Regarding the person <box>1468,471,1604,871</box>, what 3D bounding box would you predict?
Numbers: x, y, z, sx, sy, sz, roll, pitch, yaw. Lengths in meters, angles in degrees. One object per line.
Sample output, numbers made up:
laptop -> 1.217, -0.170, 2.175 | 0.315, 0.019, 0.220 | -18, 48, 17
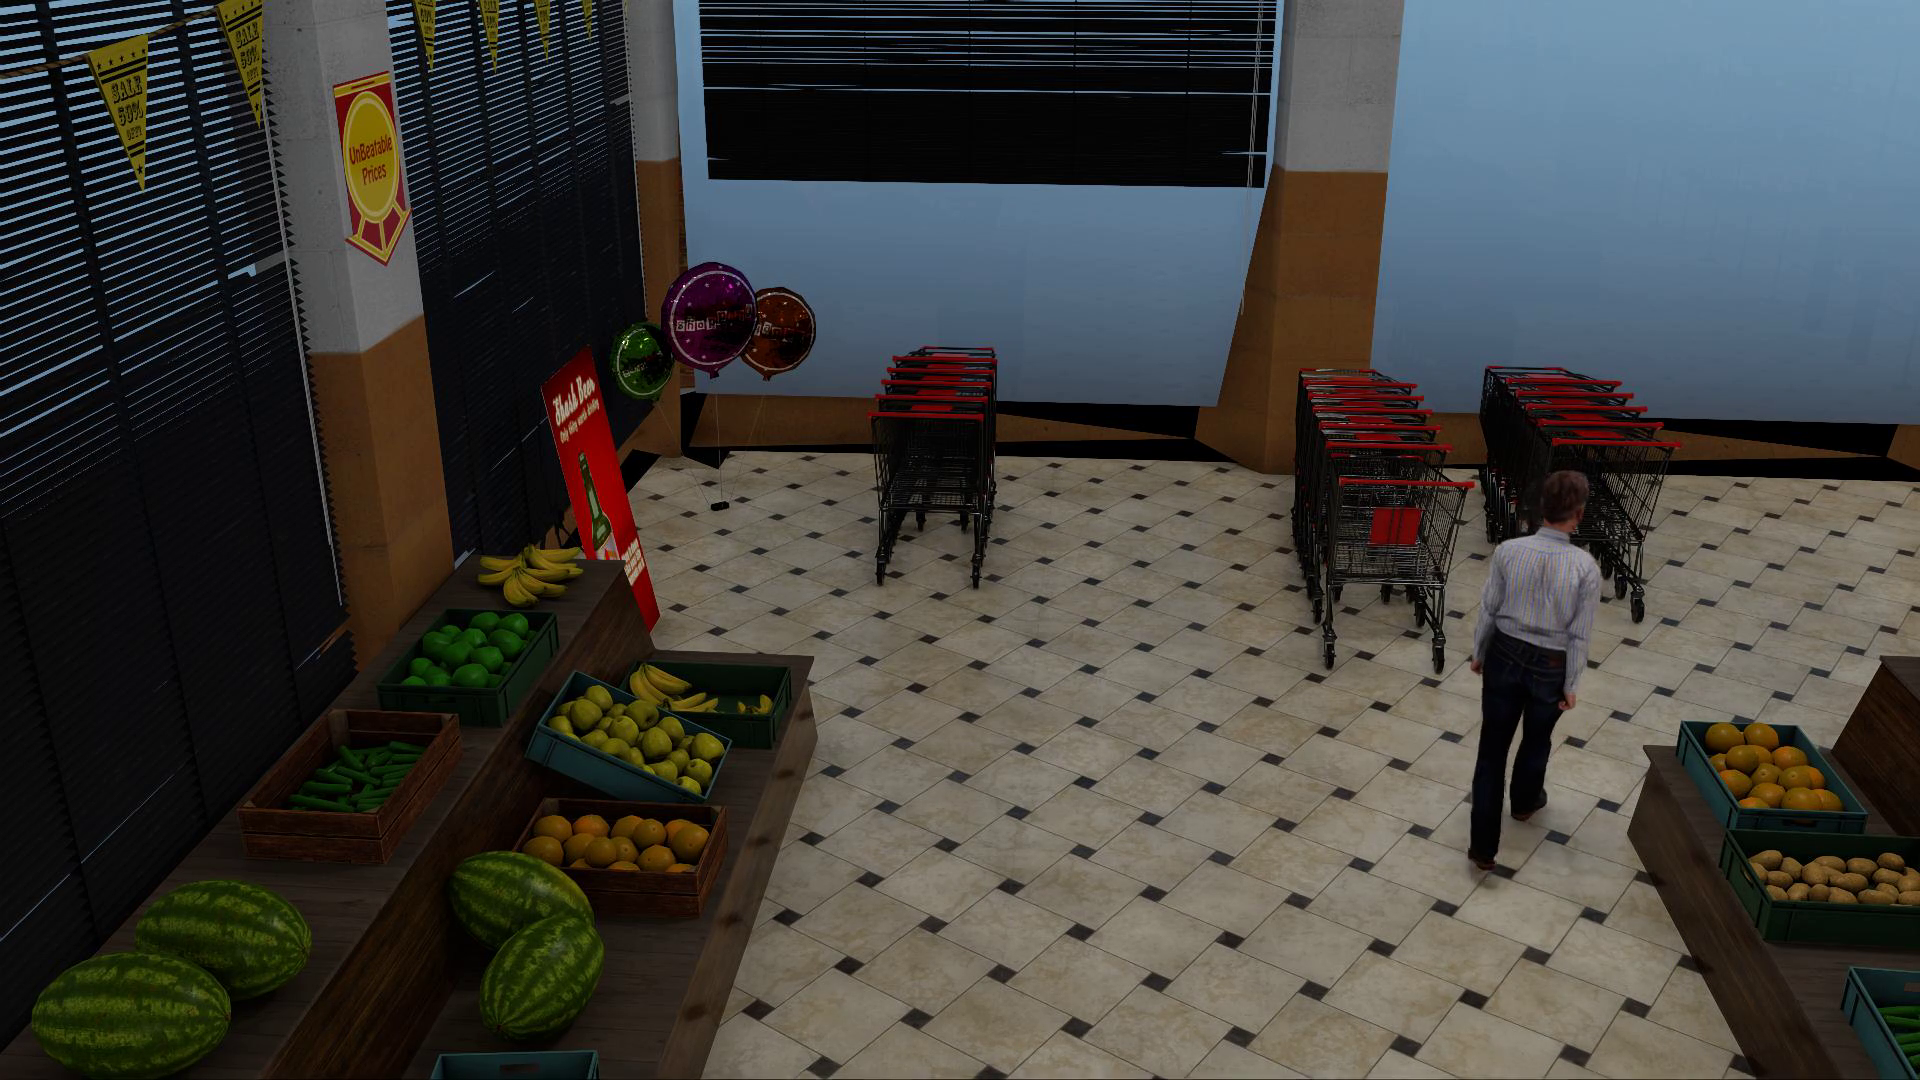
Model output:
person -> 2.461, 0.598, 7.252 | 0.956, 1.777, 1.231 | 10, 24, 22
